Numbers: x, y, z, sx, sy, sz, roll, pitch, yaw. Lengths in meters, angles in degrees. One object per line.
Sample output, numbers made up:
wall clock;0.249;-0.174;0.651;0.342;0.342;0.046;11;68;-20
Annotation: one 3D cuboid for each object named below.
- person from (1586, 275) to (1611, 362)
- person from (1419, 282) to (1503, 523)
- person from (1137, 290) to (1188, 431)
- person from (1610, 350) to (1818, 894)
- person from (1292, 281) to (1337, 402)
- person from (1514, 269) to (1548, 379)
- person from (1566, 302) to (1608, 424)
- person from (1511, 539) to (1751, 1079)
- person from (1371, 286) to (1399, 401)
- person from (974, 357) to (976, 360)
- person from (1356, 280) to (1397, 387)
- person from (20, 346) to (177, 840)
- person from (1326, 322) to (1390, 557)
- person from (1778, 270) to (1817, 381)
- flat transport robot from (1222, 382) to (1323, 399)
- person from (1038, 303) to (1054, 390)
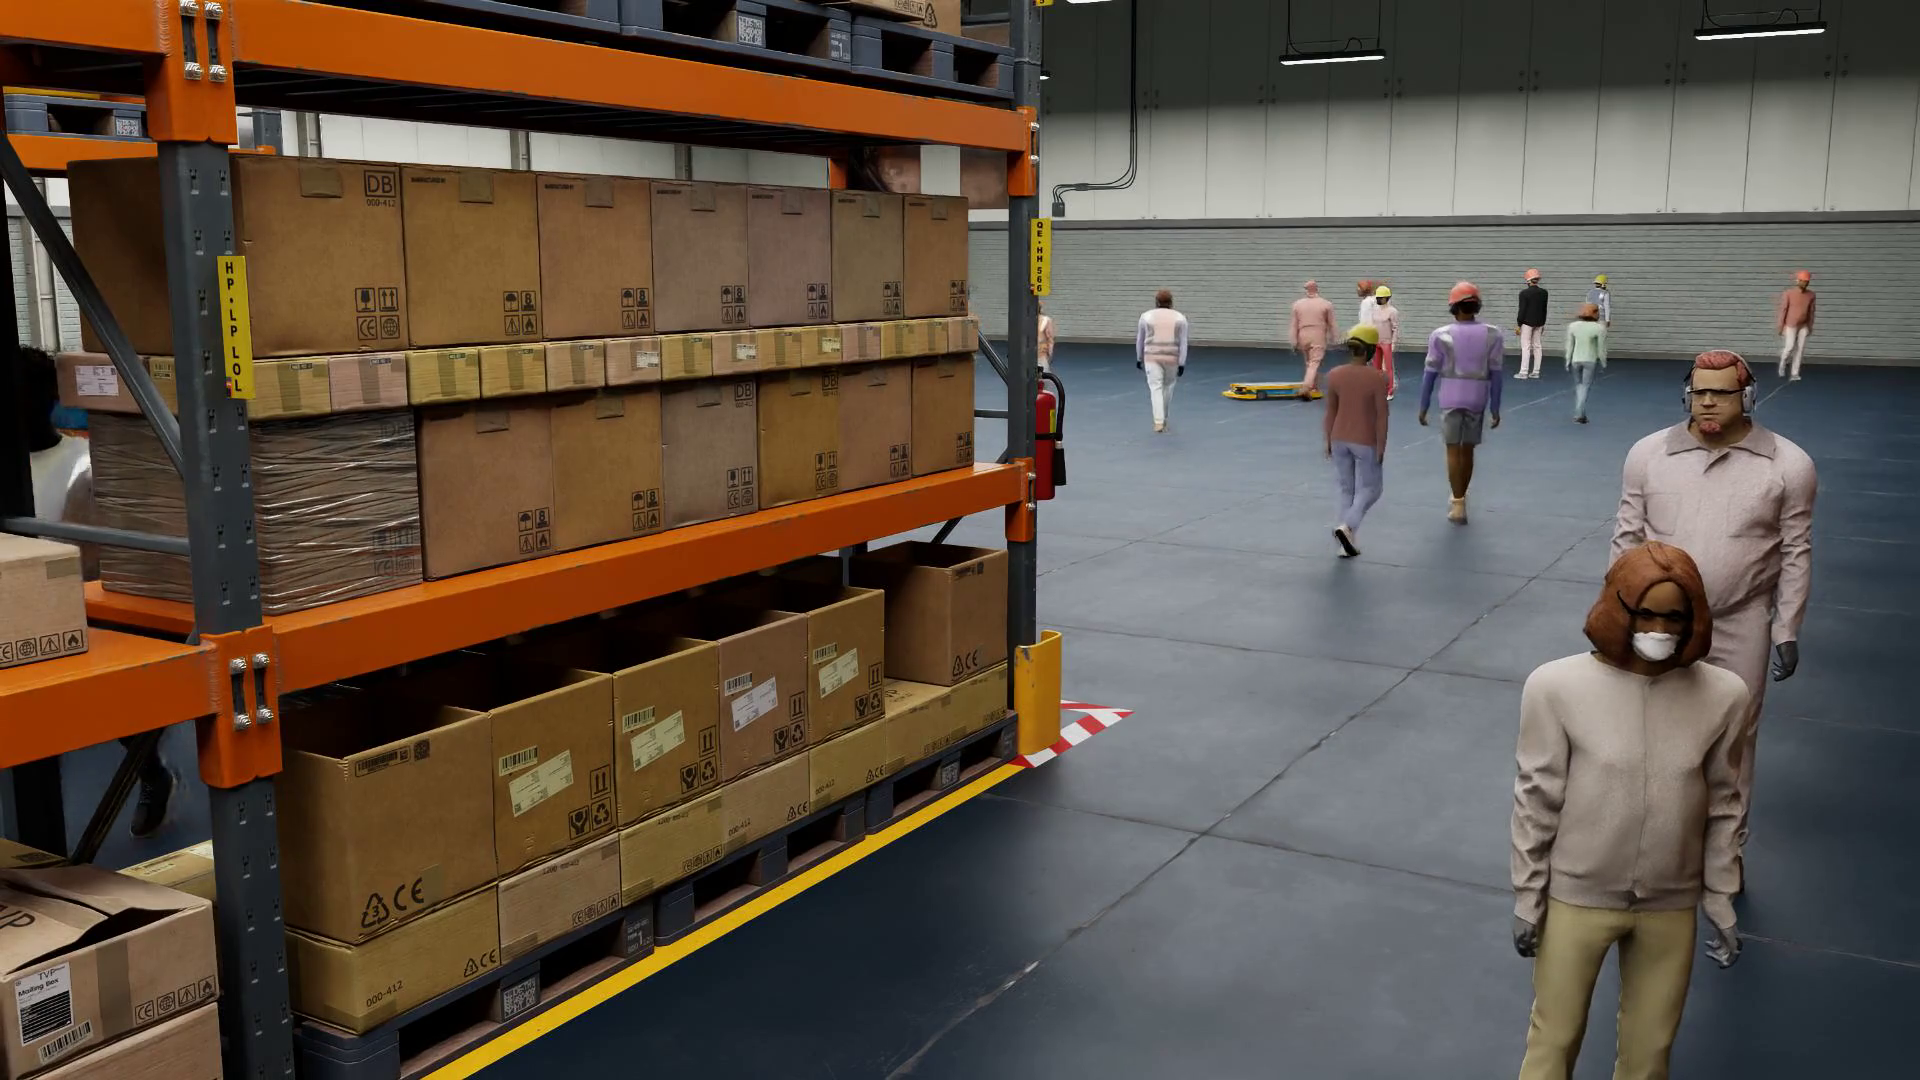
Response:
person;13.471;-4.664;35.056;0.404;1.832;0.589;-6;11;-30
person;4.219;-1.166;14.071;0.631;2.004;0.865;0;10;2
person;2.585;-2.297;21.342;0.616;1.794;0.984;0;10;-2
person;2.608;0.288;5.844;0.646;1.907;0.401;6;11;32
person;5.435;-3.064;25.638;0.658;1.859;0.978;6;12;33
person;10.402;-3.932;30.291;0.612;1.997;0.376;-4;10;-20
person;8.402;-2.361;22.214;0.645;1.610;0.523;-8;13;-40
person;1.452;0.802;3.637;0.499;1.633;0.279;0;10;1
person;6.515;-3.027;25.672;0.328;1.765;0.532;-6;12;-32
person;0.053;-4.092;32.216;0.507;1.664;0.544;-3;10;-18
person;6.852;-3.393;27.627;0.907;1.845;0.577;3;10;17
person;-3.198;0.252;5.994;0.610;1.937;0.931;0;10;1
person;2.878;-0.714;12.174;0.525;1.755;0.468;9;13;42
person;15.007;-3.844;29.806;0.628;1.978;0.466;0;10;0
flat transport robot;4.894;-2.348;26.057;1.431;0.197;0.652;-2;10;-13
person;1.066;-2.623;23.688;0.544;1.625;0.382;2;10;14
